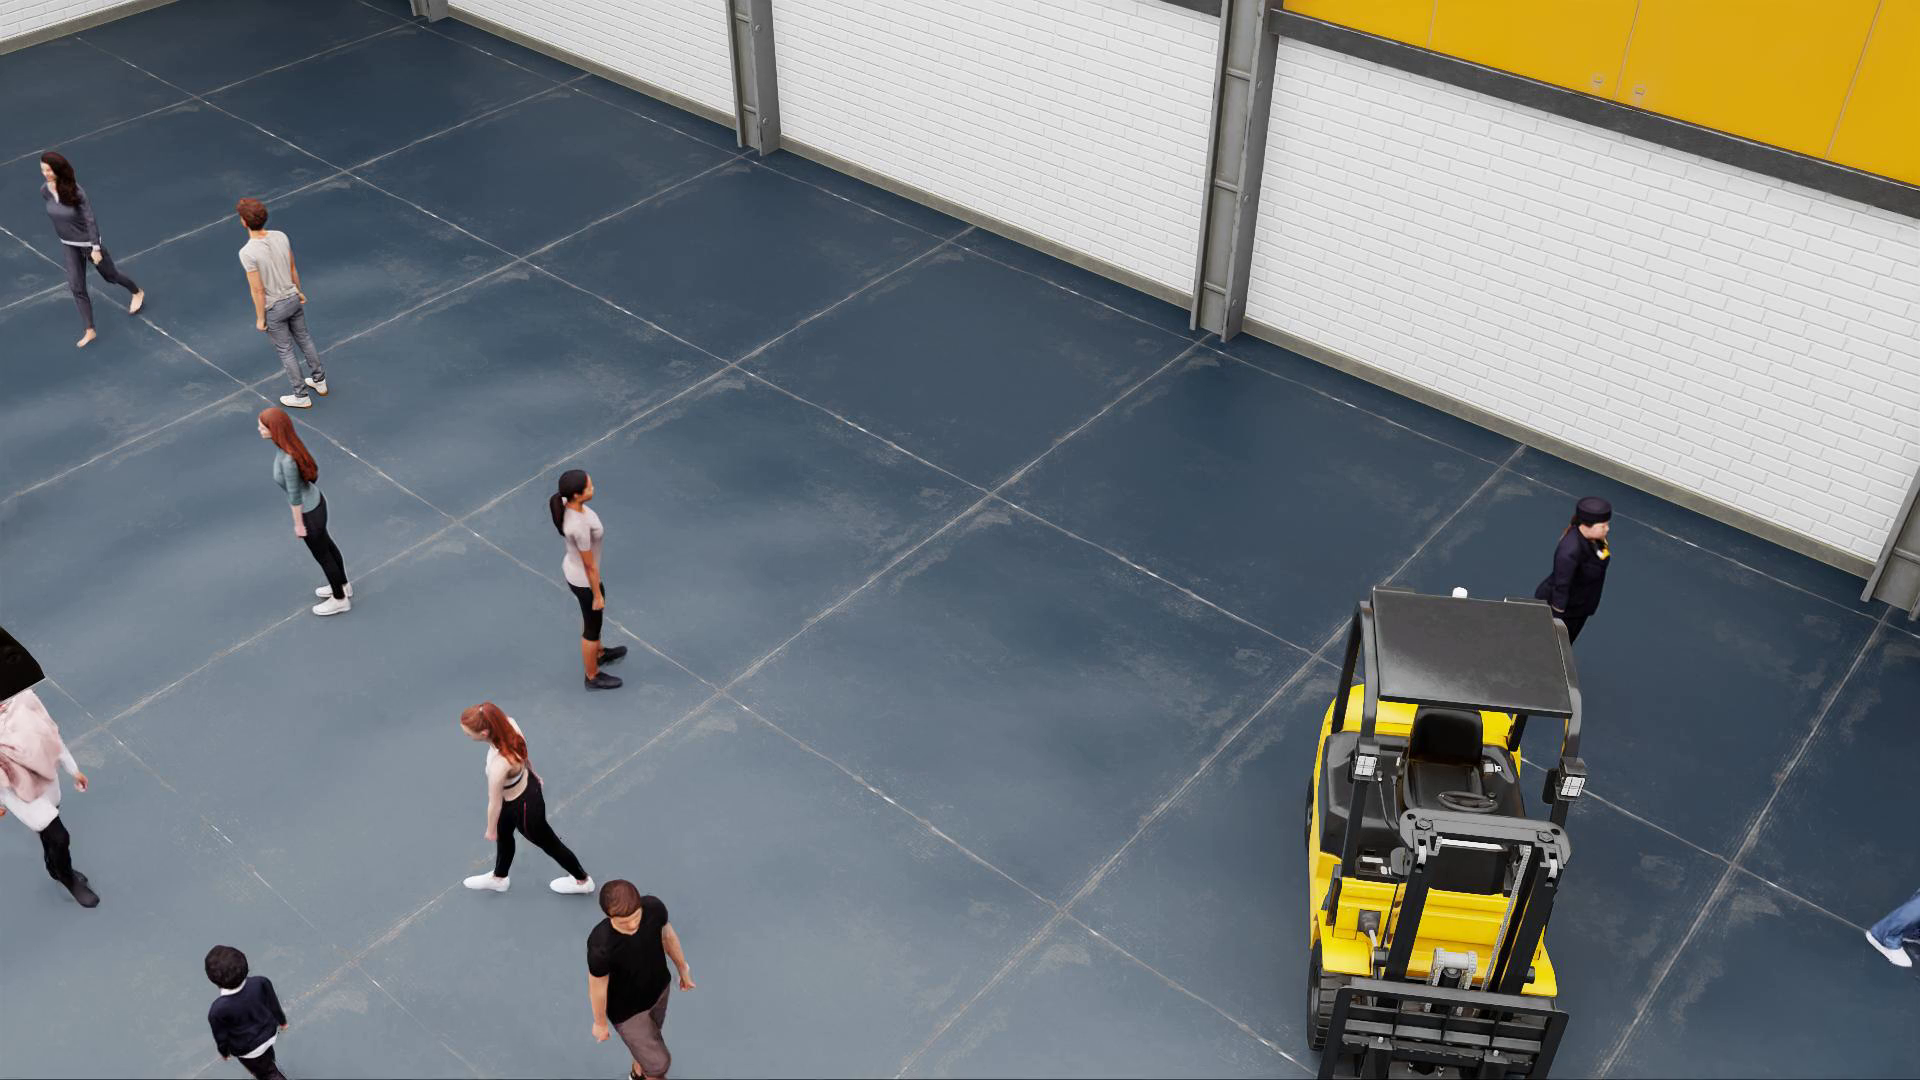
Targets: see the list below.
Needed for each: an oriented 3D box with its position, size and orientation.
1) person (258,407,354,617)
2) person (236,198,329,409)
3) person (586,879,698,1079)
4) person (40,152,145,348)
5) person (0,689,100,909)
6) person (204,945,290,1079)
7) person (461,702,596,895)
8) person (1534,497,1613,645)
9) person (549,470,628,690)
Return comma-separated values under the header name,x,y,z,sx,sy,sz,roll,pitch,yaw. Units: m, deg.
name,x,y,z,sx,sy,sz,roll,pitch,yaw
person,-4.634,-0.205,11.832,0.708,1.741,0.622,-11,40,-13
person,-5.703,-1.980,13.931,0.628,1.895,0.717,17,42,20
person,-1.738,2.302,8.616,0.795,1.838,0.747,23,44,26
person,-7.825,-2.696,14.962,1.164,1.728,1.077,5,39,7
person,-5.535,1.405,9.780,0.797,1.787,0.732,15,41,18
person,-3.672,2.611,8.736,0.860,1.205,0.579,20,43,23
person,-2.440,1.548,9.660,1.095,1.713,1.048,-2,39,-2
person,4.047,0.406,11.124,0.619,1.671,0.687,30,47,32
person,-2.553,0.263,11.246,0.769,1.742,0.664,-15,41,-18
